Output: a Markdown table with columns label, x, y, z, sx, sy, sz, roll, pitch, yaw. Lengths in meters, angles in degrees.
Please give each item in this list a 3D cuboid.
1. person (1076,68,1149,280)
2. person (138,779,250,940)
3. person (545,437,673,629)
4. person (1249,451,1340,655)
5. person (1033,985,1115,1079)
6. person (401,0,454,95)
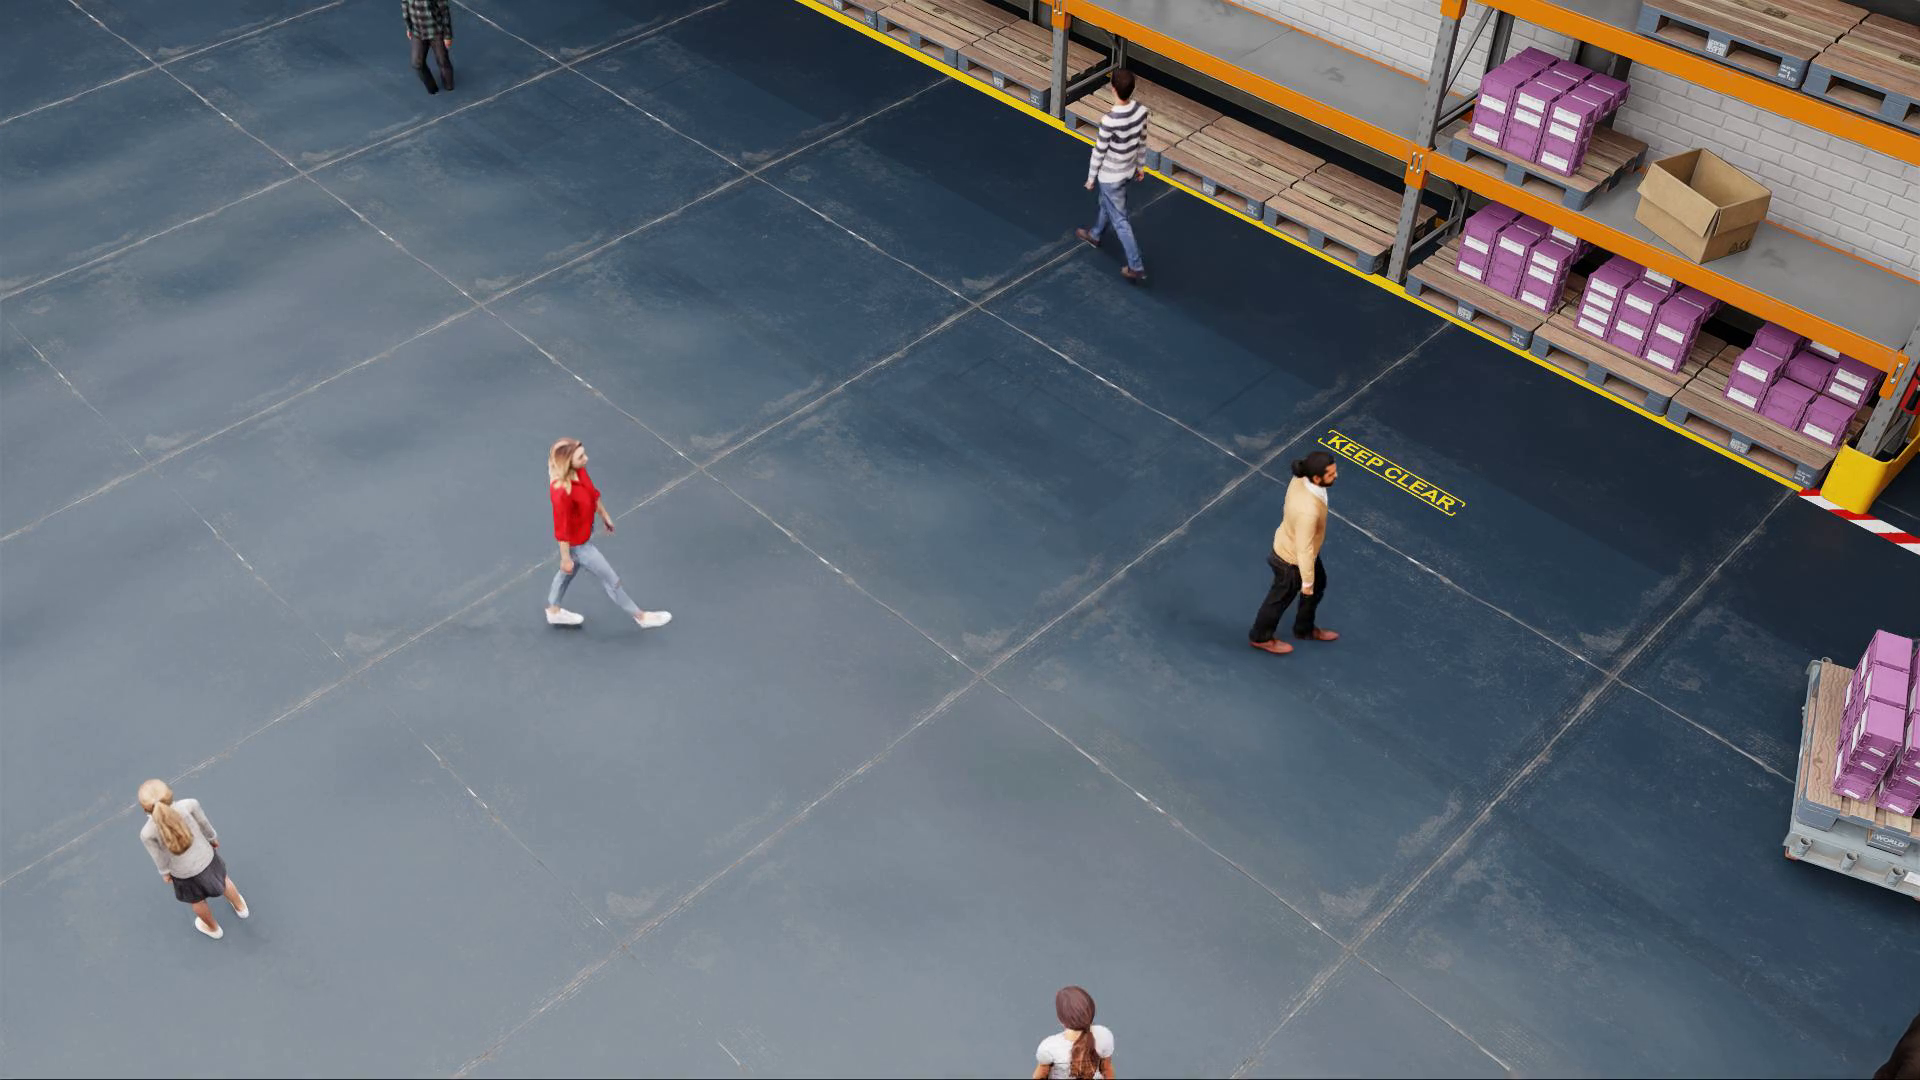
| label | x | y | z | sx | sy | sz | roll | pitch | yaw |
| --- | --- | --- | --- | --- | --- | --- | --- | --- | --- |
| person | 1.381 | -3.033 | 13.991 | 0.724 | 1.807 | 1.197 | -30 | 51 | -27 |
| person | -4.325 | 1.776 | 9.328 | 0.532 | 1.275 | 0.523 | 30 | 51 | 28 |
| person | -2.576 | -0.005 | 10.925 | 1.171 | 1.652 | 1.090 | 1 | 44 | 2 |
| person | 2.100 | 0.084 | 10.770 | 0.996 | 1.737 | 0.914 | 9 | 44 | 10 |
| person | 0.594 | 2.787 | 8.087 | 0.906 | 1.524 | 1.155 | -8 | 44 | -9 |
| person | -5.255 | -5.114 | 16.480 | 0.765 | 1.707 | 0.837 | 6 | 44 | 6 |
